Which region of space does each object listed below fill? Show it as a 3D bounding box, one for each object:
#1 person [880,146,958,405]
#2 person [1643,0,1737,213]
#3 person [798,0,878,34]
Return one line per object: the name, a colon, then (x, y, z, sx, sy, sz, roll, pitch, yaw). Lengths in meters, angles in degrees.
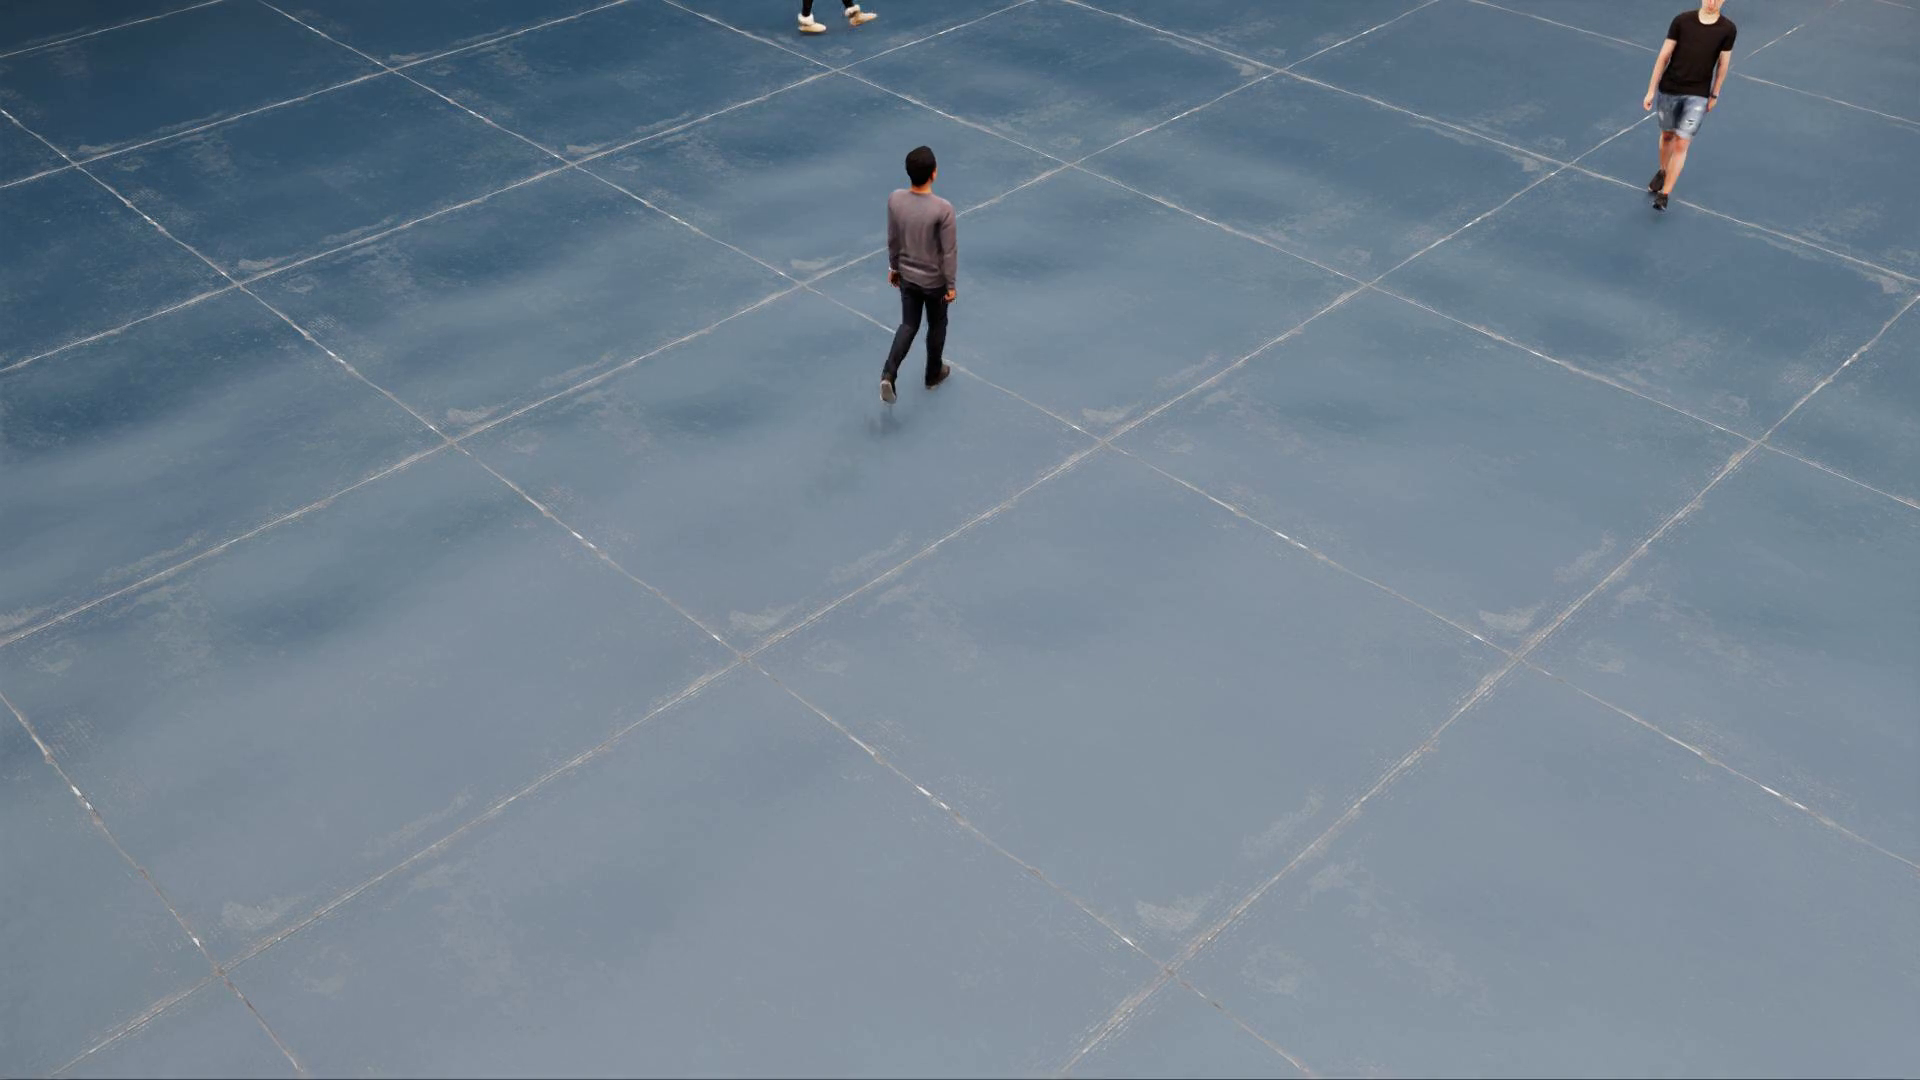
person: (-0.288, -1.651, 10.694, 0.846, 1.748, 1.079, 21, 42, 26)
person: (5.745, -3.563, 13.161, 0.832, 1.805, 1.204, 21, 42, 25)
person: (-1.413, -5.725, 16.154, 1.052, 1.625, 1.016, 2, 37, 3)
